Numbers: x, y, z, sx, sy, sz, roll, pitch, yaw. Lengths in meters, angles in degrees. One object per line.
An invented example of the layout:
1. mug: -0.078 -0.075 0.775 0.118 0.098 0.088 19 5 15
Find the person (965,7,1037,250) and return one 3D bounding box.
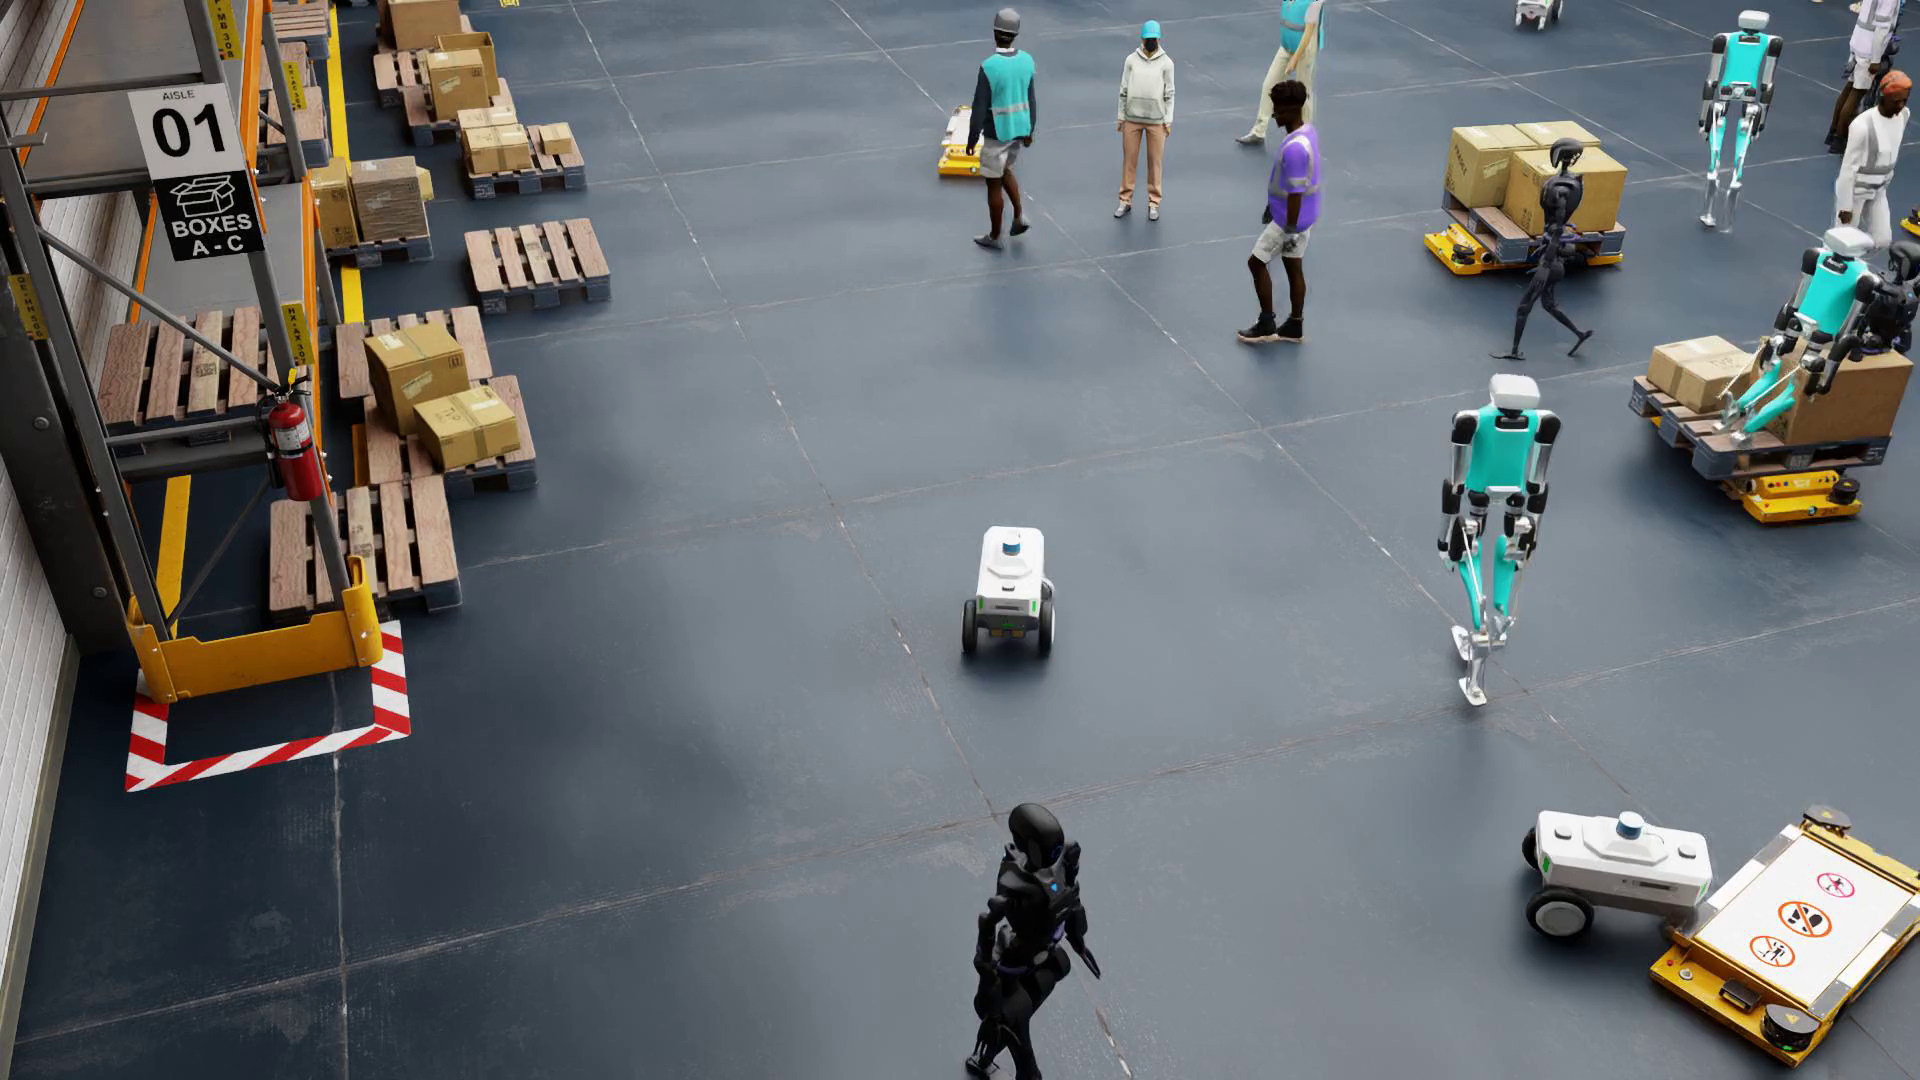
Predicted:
1. person: 0.342 -3.281 13.374 0.612 1.921 0.481 -26 41 -34

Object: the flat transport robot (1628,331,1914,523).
1. flat transport robot: 5.096 -0.579 10.746 0.659 0.231 1.431 -5 33 -8

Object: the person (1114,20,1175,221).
1. person: 1.553 -3.518 13.965 0.471 1.676 0.362 8 34 12

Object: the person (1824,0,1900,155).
1. person: 8.372 -4.509 15.259 0.383 1.929 0.541 6 34 10

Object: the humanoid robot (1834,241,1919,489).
1. humanoid robot: 5.610 -1.062 10.198 0.608 1.651 0.328 -18 37 -25

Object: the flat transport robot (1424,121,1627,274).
1. flat transport robot: 4.595 -2.419 13.569 1.431 0.231 0.659 -5 33 -8

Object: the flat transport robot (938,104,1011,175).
1. flat transport robot: 0.204 -3.756 15.618 0.659 0.231 1.431 4 33 5

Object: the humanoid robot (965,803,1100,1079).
1. humanoid robot: 0.287 1.604 6.138 0.745 1.630 0.600 26 41 34

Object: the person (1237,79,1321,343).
1. person: 2.315 -2.345 11.933 0.616 1.927 0.593 14 36 20

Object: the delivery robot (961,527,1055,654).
1. delivery robot: 0.291 0.260 9.197 0.525 0.594 0.765 3 33 4

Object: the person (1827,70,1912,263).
1. person: 6.709 -2.556 12.311 0.606 1.867 0.438 -17 37 -25

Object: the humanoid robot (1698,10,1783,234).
1. humanoid robot: 6.352 -3.347 13.711 0.540 1.843 0.786 10 34 15

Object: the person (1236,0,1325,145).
1. person: 2.989 -4.482 15.317 0.844 1.807 0.572 -15 36 -22

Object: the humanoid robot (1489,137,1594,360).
1. humanoid robot: 4.223 -2.019 11.689 0.700 1.635 0.612 9 34 13

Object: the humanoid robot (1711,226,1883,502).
1. humanoid robot: 4.924 -1.005 10.047 0.817 1.748 0.533 -11 35 -17

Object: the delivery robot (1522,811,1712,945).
1. delivery robot: 2.910 1.455 7.358 0.769 0.587 0.499 7 34 11

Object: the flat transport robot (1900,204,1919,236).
1. flat transport robot: 8.492 -2.413 13.559 0.659 0.231 1.431 -10 35 -15

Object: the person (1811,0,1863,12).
1. person: 10.470 -7.112 19.375 0.518 1.795 0.959 -9 34 -14

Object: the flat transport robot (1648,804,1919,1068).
1. flat transport robot: 3.694 1.689 7.267 1.431 0.231 0.659 -25 41 -33

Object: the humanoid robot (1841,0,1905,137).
1. humanoid robot: 8.490 -4.495 15.461 0.609 1.650 0.313 -20 38 -28

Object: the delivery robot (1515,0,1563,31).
1. delivery robot: 6.644 -6.207 19.127 0.499 0.606 0.796 15 36 21

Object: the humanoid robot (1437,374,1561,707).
1. humanoid robot: 2.712 0.088 8.366 0.539 1.737 0.944 -1 33 -2
